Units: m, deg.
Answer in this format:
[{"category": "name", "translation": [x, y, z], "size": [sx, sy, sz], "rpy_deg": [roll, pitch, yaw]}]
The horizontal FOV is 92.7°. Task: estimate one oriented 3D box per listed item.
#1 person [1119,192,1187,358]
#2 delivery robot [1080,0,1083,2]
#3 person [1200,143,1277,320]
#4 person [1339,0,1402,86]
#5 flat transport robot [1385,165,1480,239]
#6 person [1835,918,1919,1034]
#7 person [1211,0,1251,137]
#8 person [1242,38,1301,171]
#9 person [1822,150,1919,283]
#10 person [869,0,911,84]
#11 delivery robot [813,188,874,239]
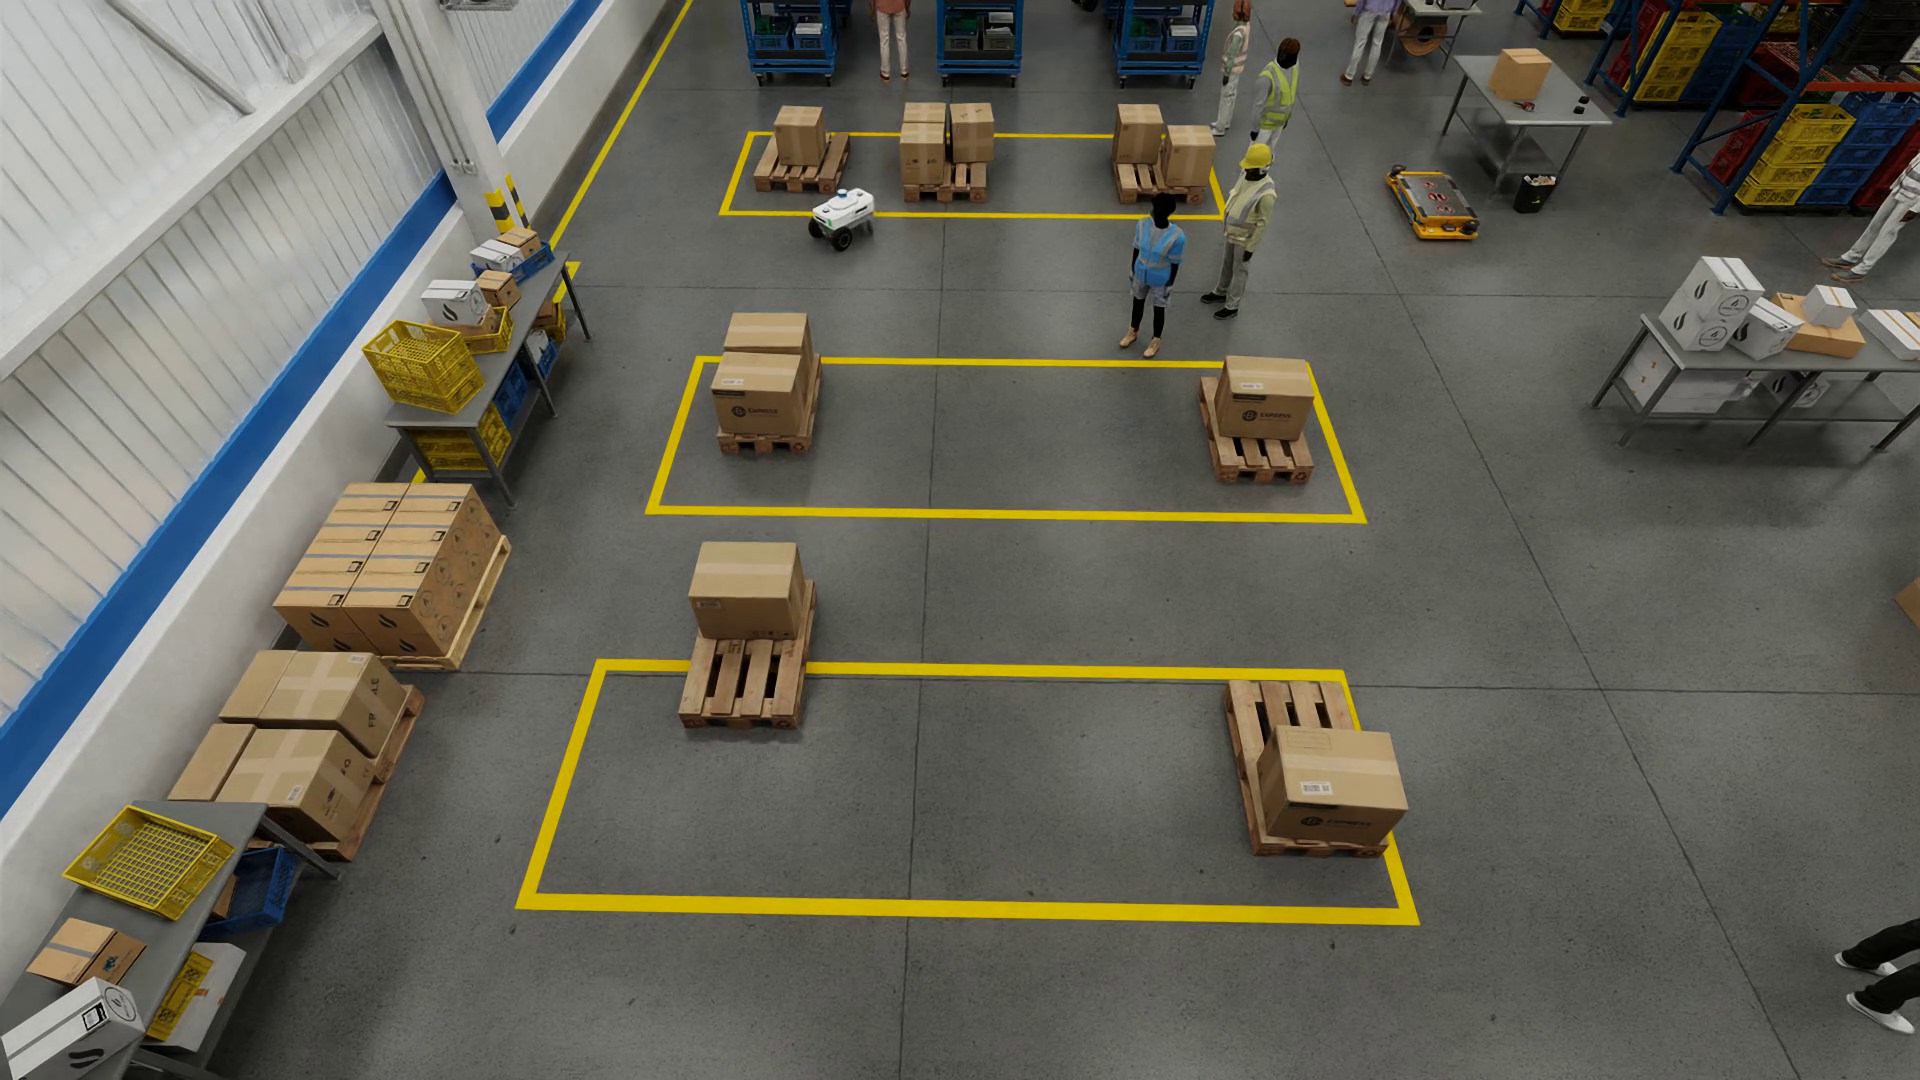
[{"category": "person", "translation": [1.844, -2.525, 8.769], "size": [0.530, 1.690, 0.318], "rpy_deg": [33, 57, 25]}, {"category": "delivery robot", "translation": [2.289, -9.276, 15.298], "size": [0.707, 0.478, 0.477], "rpy_deg": [-20, 52, -17]}, {"category": "person", "translation": [2.799, -3.070, 9.152], "size": [0.403, 1.825, 0.586], "rpy_deg": [-11, 50, -9]}, {"category": "person", "translation": [5.814, -7.390, 12.819], "size": [0.627, 1.936, 0.375], "rpy_deg": [2, 49, 2]}, {"category": "flat transport robot", "translation": [5.692, -4.094, 11.059], "size": [0.652, 0.197, 1.431], "rpy_deg": [1, 49, 1]}, {"category": "person", "translation": [5.345, 1.997, 4.708], "size": [0.399, 1.914, 0.590], "rpy_deg": [19, 52, 16]}, {"category": "person", "translation": [3.530, -6.112, 11.912], "size": [0.313, 1.634, 0.514], "rpy_deg": [19, 52, 16]}, {"category": "person", "translation": [3.638, -4.908, 10.740], "size": [0.615, 1.836, 0.428], "rpy_deg": [-33, 57, -25]}, {"category": "person", "translation": [9.892, -3.595, 9.567], "size": [0.340, 1.882, 0.586], "rpy_deg": [11, 50, 9]}, {"category": "person", "translation": [-0.983, -7.503, 12.880], "size": [0.609, 1.993, 0.382], "rpy_deg": [-11, 50, -9]}, {"category": "delivery robot", "translation": [-1.337, -3.793, 10.552], "size": [0.477, 0.478, 0.707], "rpy_deg": [36, 58, 27]}]
